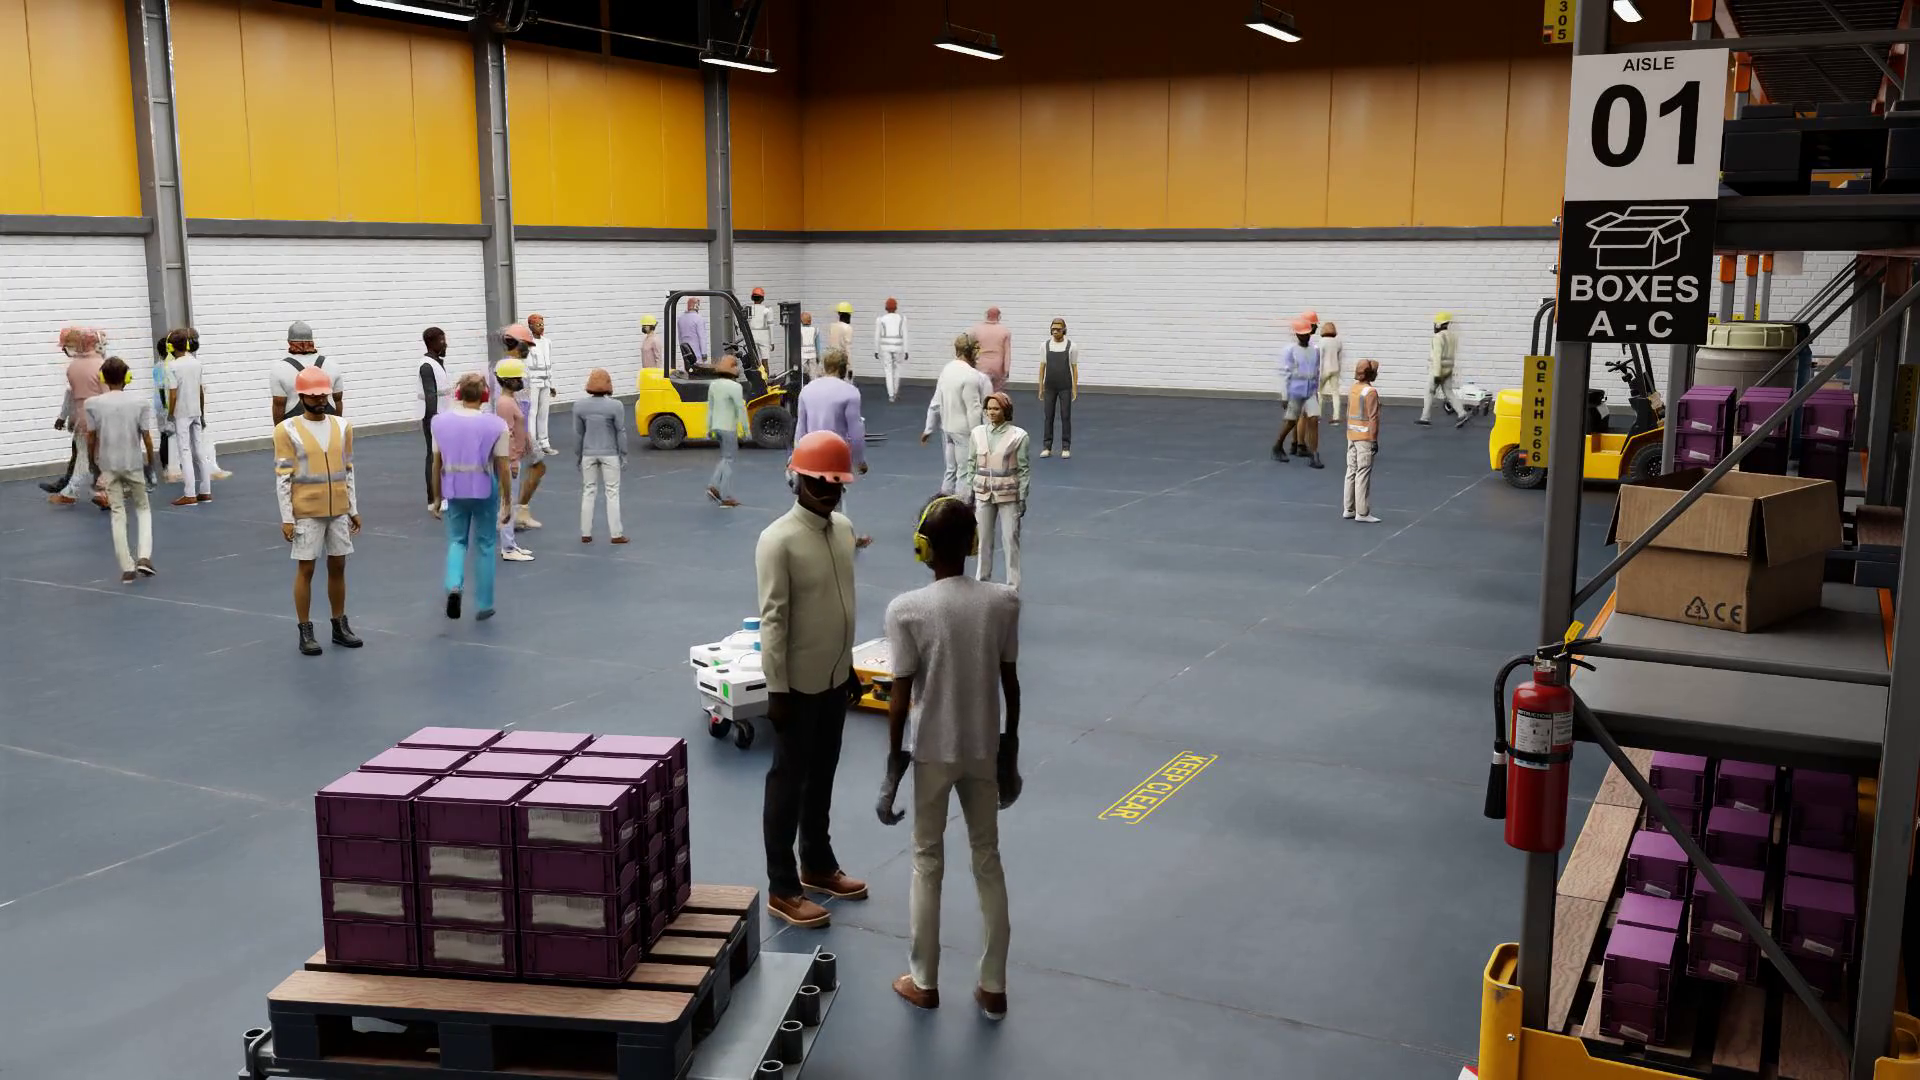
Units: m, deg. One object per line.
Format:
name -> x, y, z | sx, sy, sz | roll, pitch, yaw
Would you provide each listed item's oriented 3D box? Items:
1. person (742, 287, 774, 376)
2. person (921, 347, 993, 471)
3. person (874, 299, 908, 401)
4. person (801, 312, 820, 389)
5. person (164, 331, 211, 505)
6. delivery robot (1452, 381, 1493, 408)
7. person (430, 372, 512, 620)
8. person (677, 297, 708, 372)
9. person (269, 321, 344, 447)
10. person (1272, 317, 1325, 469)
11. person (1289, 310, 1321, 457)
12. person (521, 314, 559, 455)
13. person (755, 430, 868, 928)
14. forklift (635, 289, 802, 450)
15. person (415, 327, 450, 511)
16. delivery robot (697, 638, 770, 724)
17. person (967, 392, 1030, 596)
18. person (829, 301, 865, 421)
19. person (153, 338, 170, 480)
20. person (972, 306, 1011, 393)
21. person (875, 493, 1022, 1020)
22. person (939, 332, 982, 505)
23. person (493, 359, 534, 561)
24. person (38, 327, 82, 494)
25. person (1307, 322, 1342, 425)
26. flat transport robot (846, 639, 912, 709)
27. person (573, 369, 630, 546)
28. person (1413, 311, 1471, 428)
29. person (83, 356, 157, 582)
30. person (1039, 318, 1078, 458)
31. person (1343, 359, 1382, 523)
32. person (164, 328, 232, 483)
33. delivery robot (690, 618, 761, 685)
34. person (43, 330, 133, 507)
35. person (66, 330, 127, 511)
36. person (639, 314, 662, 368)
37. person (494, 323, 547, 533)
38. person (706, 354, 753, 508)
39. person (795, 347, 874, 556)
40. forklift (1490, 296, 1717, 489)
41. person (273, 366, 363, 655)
person -> -3.848, -3.805, 31.755 | 0.615, 2.040, 0.391 | 0, 10, -1
person -> -0.018, -1.083, 16.685 | 0.691, 1.801, 0.564 | 4, 11, 24
person -> -1.272, -3.479, 30.432 | 0.606, 1.841, 0.924 | -2, 10, -9
person -> -2.730, -3.222, 29.544 | 0.525, 1.639, 0.307 | -5, 11, -26
person -> -8.273, -1.297, 17.754 | 0.326, 1.865, 0.518 | 4, 10, 20
delivery robot -> 8.502, -2.405, 27.680 | 0.477, 0.478, 0.707 | -8, 12, -37
person -> -3.552, -0.301, 12.077 | 0.601, 1.830, 0.511 | 0, 10, -1
person -> -4.698, -3.340, 29.470 | 0.639, 1.903, 0.407 | 8, 13, 38
person -> -6.308, -1.088, 16.027 | 0.674, 2.000, 0.535 | -8, 13, -39
person -> 4.287, -1.876, 21.041 | 0.554, 1.898, 0.925 | -4, 10, -20
person -> 4.568, -2.064, 21.976 | 0.357, 1.937, 0.551 | -1, 10, -6
person -> -5.576, -2.038, 21.988 | 0.352, 1.883, 0.579 | 5, 11, 28
person -> -0.580, 0.543, 6.738 | 0.399, 1.987, 0.612 | 5, 11, 28
forklift -> -3.358, -2.392, 23.136 | 2.313, 2.155, 1.214 | -1, 10, -5
person -> -5.497, -1.269, 17.426 | 0.392, 1.922, 0.591 | -2, 10, -10
delivery robot -> -1.091, 0.786, 9.208 | 0.707, 0.478, 0.477 | -8, 13, -38
person -> 0.288, -0.309, 12.680 | 0.511, 1.641, 0.309 | 5, 11, 25
person -> -1.851, -2.834, 26.507 | 0.416, 1.924, 0.609 | -8, 13, -39
person -> -9.399, -1.562, 19.778 | 0.321, 1.693, 0.530 | -2, 10, -12
person -> 0.480, -2.704, 25.891 | 0.641, 1.875, 0.946 | 2, 10, 10
person -> -0.043, 0.767, 5.864 | 0.557, 1.862, 0.487 | -4, 10, -20
person -> 0.024, -1.001, 15.823 | 0.355, 1.936, 0.635 | -5, 11, -27
person -> -3.919, -0.700, 14.580 | 0.314, 1.769, 0.524 | -3, 10, -15
person -> -9.619, -1.358, 18.078 | 0.950, 1.880, 0.538 | -3, 10, -16
person -> 5.774, -2.623, 26.179 | 0.514, 1.591, 0.741 | -4, 11, -23
flat transport robot -> -0.329, 0.774, 10.368 | 0.652, 0.197, 1.431 | 5, 11, 27
person -> -3.325, -0.754, 15.355 | 0.541, 1.618, 0.333 | 2, 10, 11
person -> 7.471, -2.622, 25.620 | 0.858, 1.802, 0.602 | 9, 14, 43
person -> -6.866, -0.569, 13.615 | 0.512, 1.848, 0.421 | -4, 11, -23
person -> 1.286, -1.985, 21.787 | 0.508, 1.844, 0.332 | 2, 10, 14
person -> 4.035, -0.996, 16.662 | 0.307, 1.636, 0.525 | -2, 10, -14
person -> -8.987, -1.581, 19.562 | 0.794, 1.810, 0.639 | -10, 14, -44
delivery robot -> -1.211, 0.699, 9.712 | 0.707, 0.478, 0.477 | -8, 13, -38
person -> -9.265, -1.294, 17.688 | 0.991, 1.876, 0.630 | -8, 13, -40
person -> -8.881, -1.222, 17.226 | 0.654, 1.900, 0.492 | 4, 11, 24
person -> -4.645, -2.496, 24.973 | 0.315, 1.770, 0.524 | -7, 12, -33
person -> -4.225, -1.060, 15.936 | 0.539, 2.013, 0.649 | -8, 12, -37
person -> -2.456, -1.151, 17.614 | 0.357, 1.619, 0.518 | -9, 13, -41
person -> -1.105, -0.722, 14.392 | 0.620, 1.875, 1.051 | 8, 13, 39
forklift -> 7.296, -1.677, 18.993 | 2.313, 2.155, 1.214 | 5, 11, 27
person -> -4.298, -0.202, 11.200 | 0.359, 1.936, 0.552 | 9, 13, 41
